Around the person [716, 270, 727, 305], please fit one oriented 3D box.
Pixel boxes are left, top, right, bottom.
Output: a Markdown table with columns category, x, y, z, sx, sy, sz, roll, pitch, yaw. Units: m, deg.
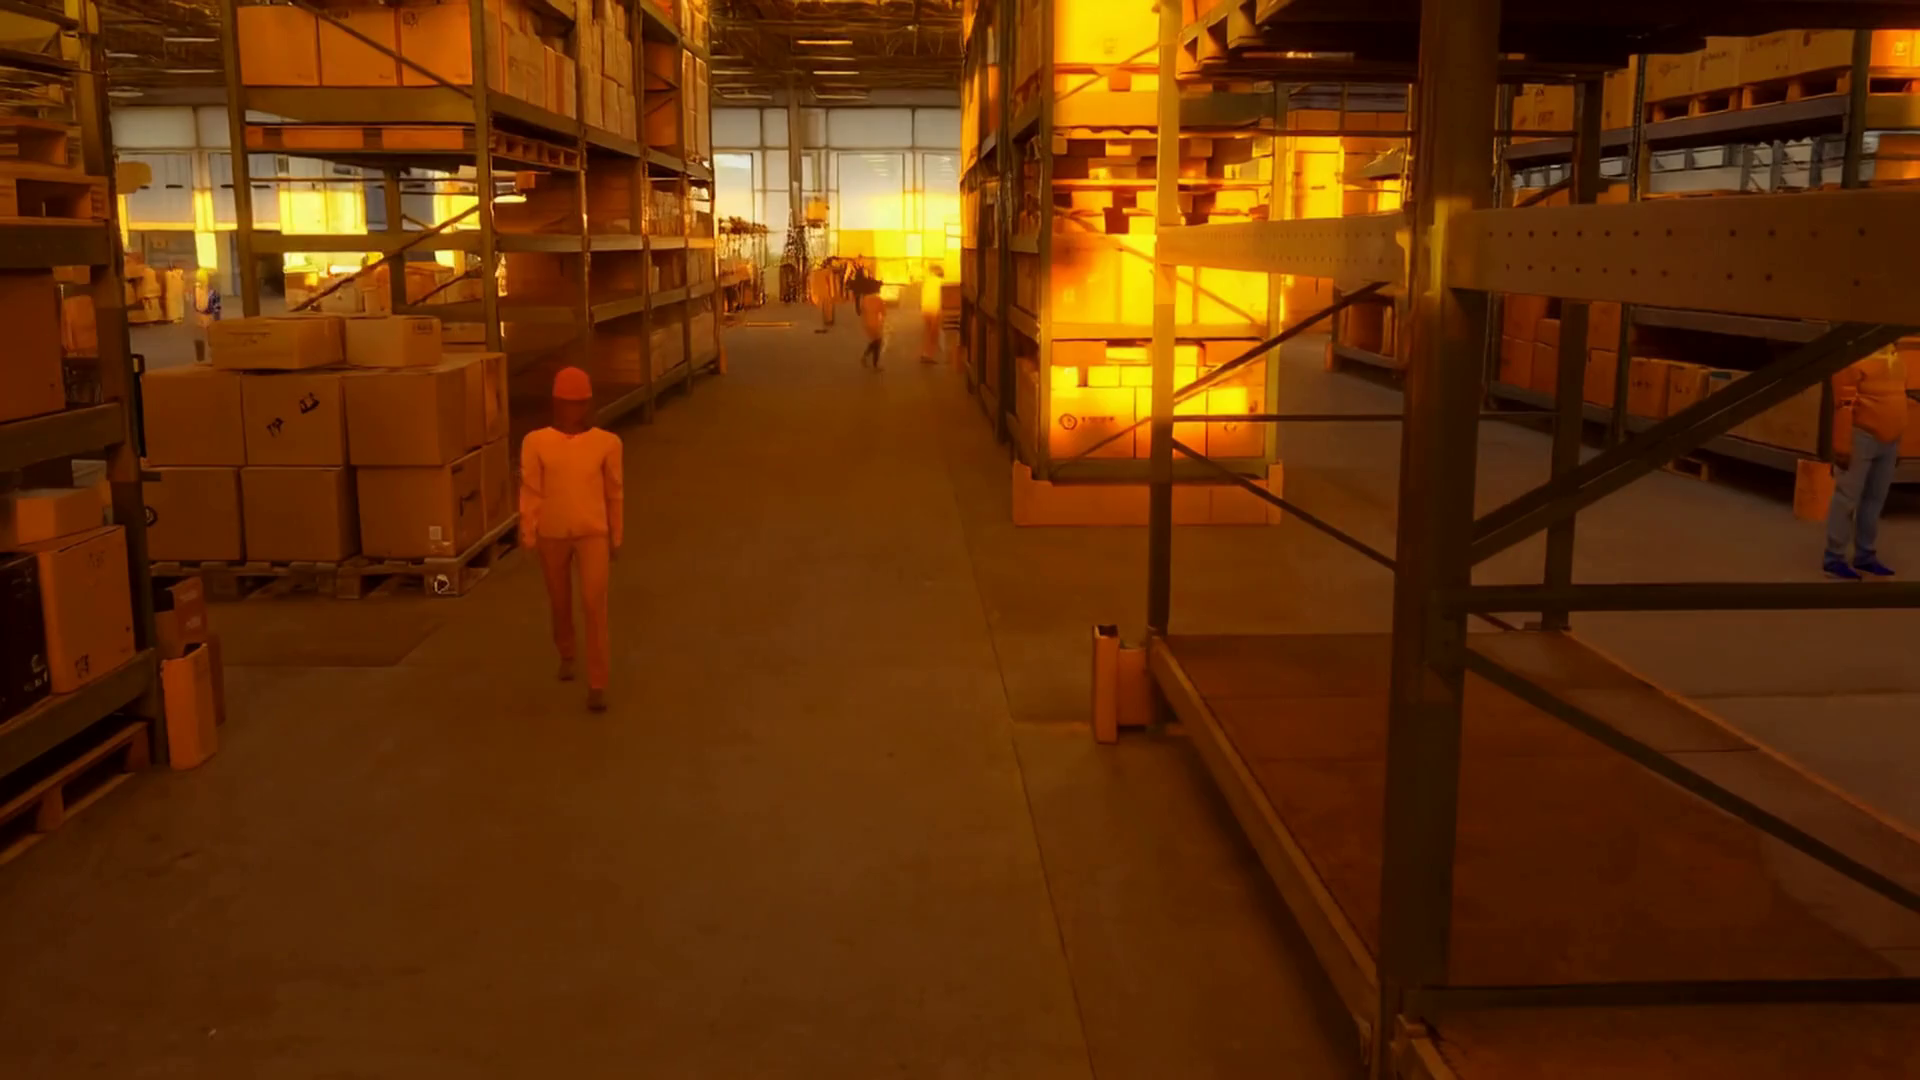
| category | x | y | z | sx | sy | sz | roll | pitch | yaw |
| --- | --- | --- | --- | --- | --- | --- | --- | --- | --- |
| person | -9.083 | -9.613 | 61.435 | 0.931 | 1.908 | 0.634 | -3 | 11 | -15 |

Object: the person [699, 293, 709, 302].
| category | x | y | z | sx | sy | sz | roll | pitch | yaw |
| --- | --- | --- | --- | --- | --- | --- | --- | --- | --- |
| person | -5.470 | -4.734 | 34.374 | 0.590 | 1.842 | 0.927 | -4 | 11 | -22 |

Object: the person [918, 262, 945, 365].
| category | x | y | z | sx | sy | sz | roll | pitch | yaw |
| --- | --- | --- | --- | --- | --- | --- | --- | --- | --- |
| person | -0.544 | -4.292 | 31.638 | 0.556 | 1.949 | 0.624 | 0 | 10 | 0 |

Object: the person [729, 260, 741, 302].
| category | x | y | z | sx | sy | sz | roll | pitch | yaw |
| --- | --- | --- | --- | --- | --- | --- | --- | --- | --- |
| person | -8.261 | -9.495 | 61.349 | 0.479 | 1.678 | 0.542 | -1 | 10 | -4 |

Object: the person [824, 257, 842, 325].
| category | x | y | z | sx | sy | sz | roll | pitch | yaw |
| --- | --- | --- | --- | --- | --- | --- | --- | --- | --- |
| person | -3.656 | -7.022 | 46.931 | 0.631 | 1.919 | 0.654 | -1 | 10 | -7 |

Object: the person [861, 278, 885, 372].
| category | x | y | z | sx | sy | sz | roll | pitch | yaw |
| --- | --- | --- | --- | --- | --- | --- | --- | --- | --- |
| person | -1.534 | -3.892 | 30.109 | 0.371 | 1.682 | 0.555 | -7 | 12 | -34 |

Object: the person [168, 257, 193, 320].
| category | x | y | z | sx | sy | sz | roll | pitch | yaw |
| --- | --- | --- | --- | --- | --- | --- | --- | --- | --- |
| person | -22.926 | -7.358 | 48.876 | 0.585 | 1.892 | 0.608 | 3 | 10 | 14 |

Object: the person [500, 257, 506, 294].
| category | x | y | z | sx | sy | sz | roll | pitch | yaw |
| --- | --- | --- | --- | --- | --- | --- | --- | --- | --- |
| person | -16.356 | -9.103 | 58.768 | 0.604 | 1.825 | 0.664 | 1 | 10 | 5 |

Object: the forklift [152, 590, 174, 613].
| category | x | y | z | sx | sy | sz | roll | pitch | yaw |
| --- | --- | --- | --- | --- | --- | --- | --- | --- | --- |
| forklift | -5.858 | -0.811 | 9.639 | 1.873 | 2.768 | 1.129 | -1 | 10 | -3 |

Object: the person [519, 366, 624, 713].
| category | x | y | z | sx | sy | sz | roll | pitch | yaw |
| --- | --- | --- | --- | --- | --- | --- | --- | --- | --- |
| person | -1.990 | -0.043 | 8.582 | 0.518 | 1.727 | 0.907 | -2 | 10 | -11 |

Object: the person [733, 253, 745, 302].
| category | x | y | z | sx | sy | sz | roll | pitch | yaw |
| --- | --- | --- | --- | --- | --- | --- | --- | --- | --- |
| person | -8.415 | -9.984 | 63.461 | 0.858 | 1.892 | 0.624 | 9 | 13 | 40 |

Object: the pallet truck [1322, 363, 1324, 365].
| category | x | y | z | sx | sy | sz | roll | pitch | yaw |
| --- | --- | --- | --- | --- | --- | --- | --- | --- | --- |
| pallet truck | 7.712 | -4.157 | 30.737 | 1.885 | 1.965 | 0.823 | 3 | 11 | 16 |

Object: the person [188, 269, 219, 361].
| category | x | y | z | sx | sy | sz | roll | pitch | yaw |
| --- | --- | --- | --- | --- | --- | --- | --- | --- | --- |
| person | -13.043 | -3.731 | 28.727 | 0.557 | 1.864 | 0.919 | 0 | 10 | 0 |

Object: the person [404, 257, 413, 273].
| category | x | y | z | sx | sy | sz | roll | pitch | yaw |
| --- | --- | --- | --- | --- | --- | --- | --- | --- | --- |
| person | -17.695 | -8.126 | 53.208 | 0.531 | 1.868 | 0.310 | 5 | 11 | 26 |

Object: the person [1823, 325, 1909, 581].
| category | x | y | z | sx | sy | sz | roll | pitch | yaw |
| --- | --- | --- | --- | --- | --- | --- | --- | --- | --- |
| person | 6.339 | -0.664 | 11.568 | 0.642 | 1.900 | 0.400 | -4 | 11 | -23 |

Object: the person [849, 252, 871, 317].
| category | x | y | z | sx | sy | sz | roll | pitch | yaw |
| --- | --- | --- | --- | --- | --- | --- | --- | --- | --- |
| person | -3.136 | -8.041 | 52.256 | 0.709 | 2.000 | 0.617 | 0 | 10 | -2 |

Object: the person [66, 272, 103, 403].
| category | x | y | z | sx | sy | sz | roll | pitch | yaw |
| --- | --- | --- | --- | --- | --- | --- | --- | --- | --- |
| person | -12.208 | -2.800 | 23.412 | 0.559 | 1.918 | 0.528 | 0 | 10 | -2 |

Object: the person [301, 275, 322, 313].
| category | x | y | z | sx | sy | sz | roll | pitch | yaw |
| --- | --- | --- | --- | --- | --- | --- | --- | --- | --- |
| person | -13.707 | -4.774 | 35.182 | 0.311 | 1.636 | 0.523 | 4 | 11 | 24 |

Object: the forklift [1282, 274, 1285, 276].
| category | x | y | z | sx | sy | sz | roll | pitch | yaw |
| --- | --- | --- | --- | --- | --- | --- | --- | --- | --- |
| forklift | 12.142 | -10.797 | 65.270 | 1.129 | 2.768 | 1.873 | 0 | 10 | -2 |

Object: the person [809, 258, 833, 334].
| category | x | y | z | sx | sy | sz | roll | pitch | yaw |
| --- | --- | --- | --- | --- | --- | --- | --- | --- | --- |
| person | -3.538 | -6.196 | 42.263 | 0.635 | 1.936 | 0.355 | 3 | 11 | 16 |
